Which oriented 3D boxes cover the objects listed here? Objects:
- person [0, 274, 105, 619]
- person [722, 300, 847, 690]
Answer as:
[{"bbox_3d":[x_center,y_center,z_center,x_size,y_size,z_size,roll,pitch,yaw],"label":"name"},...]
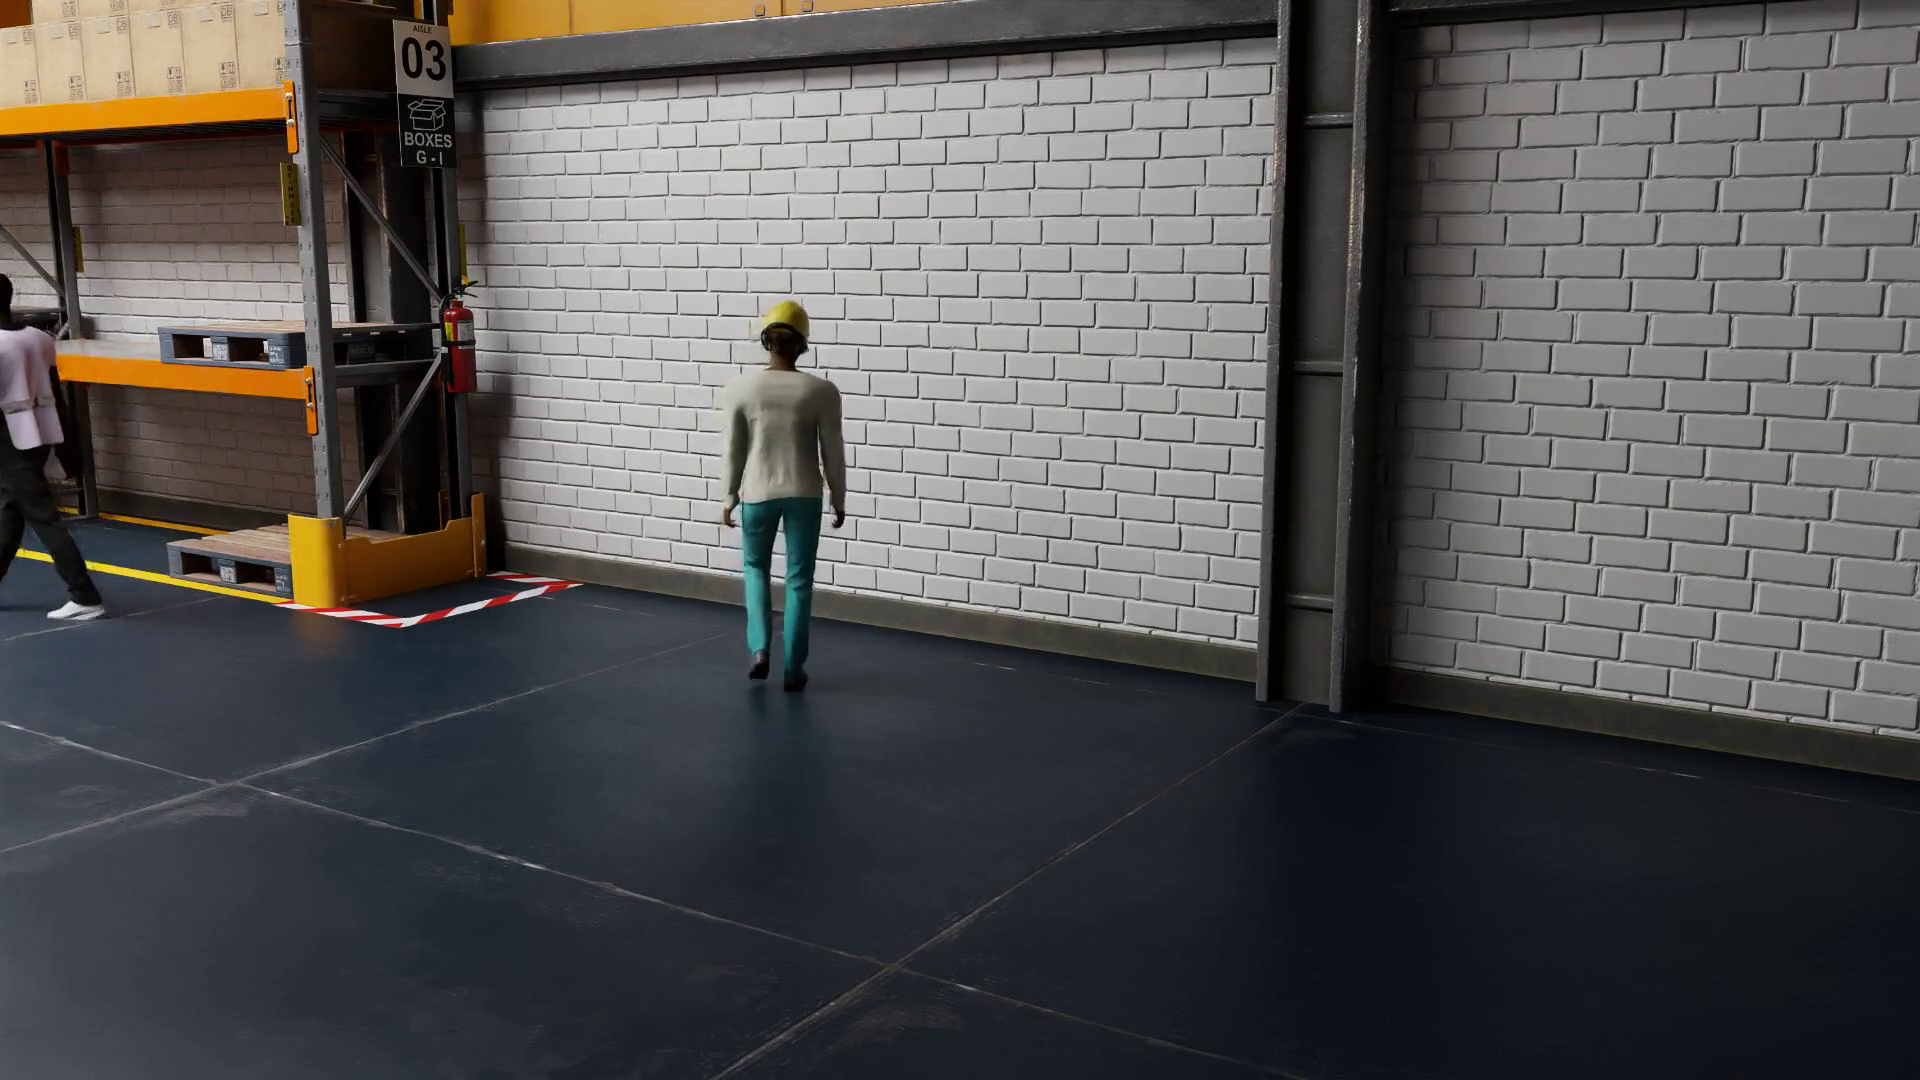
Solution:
[{"bbox_3d":[-5.076,-0.491,8.853,1.045,1.856,0.615,1,10,7],"label":"person"},{"bbox_3d":[-0.781,-0.192,7.456,0.554,1.753,0.352,0,10,0],"label":"person"}]
